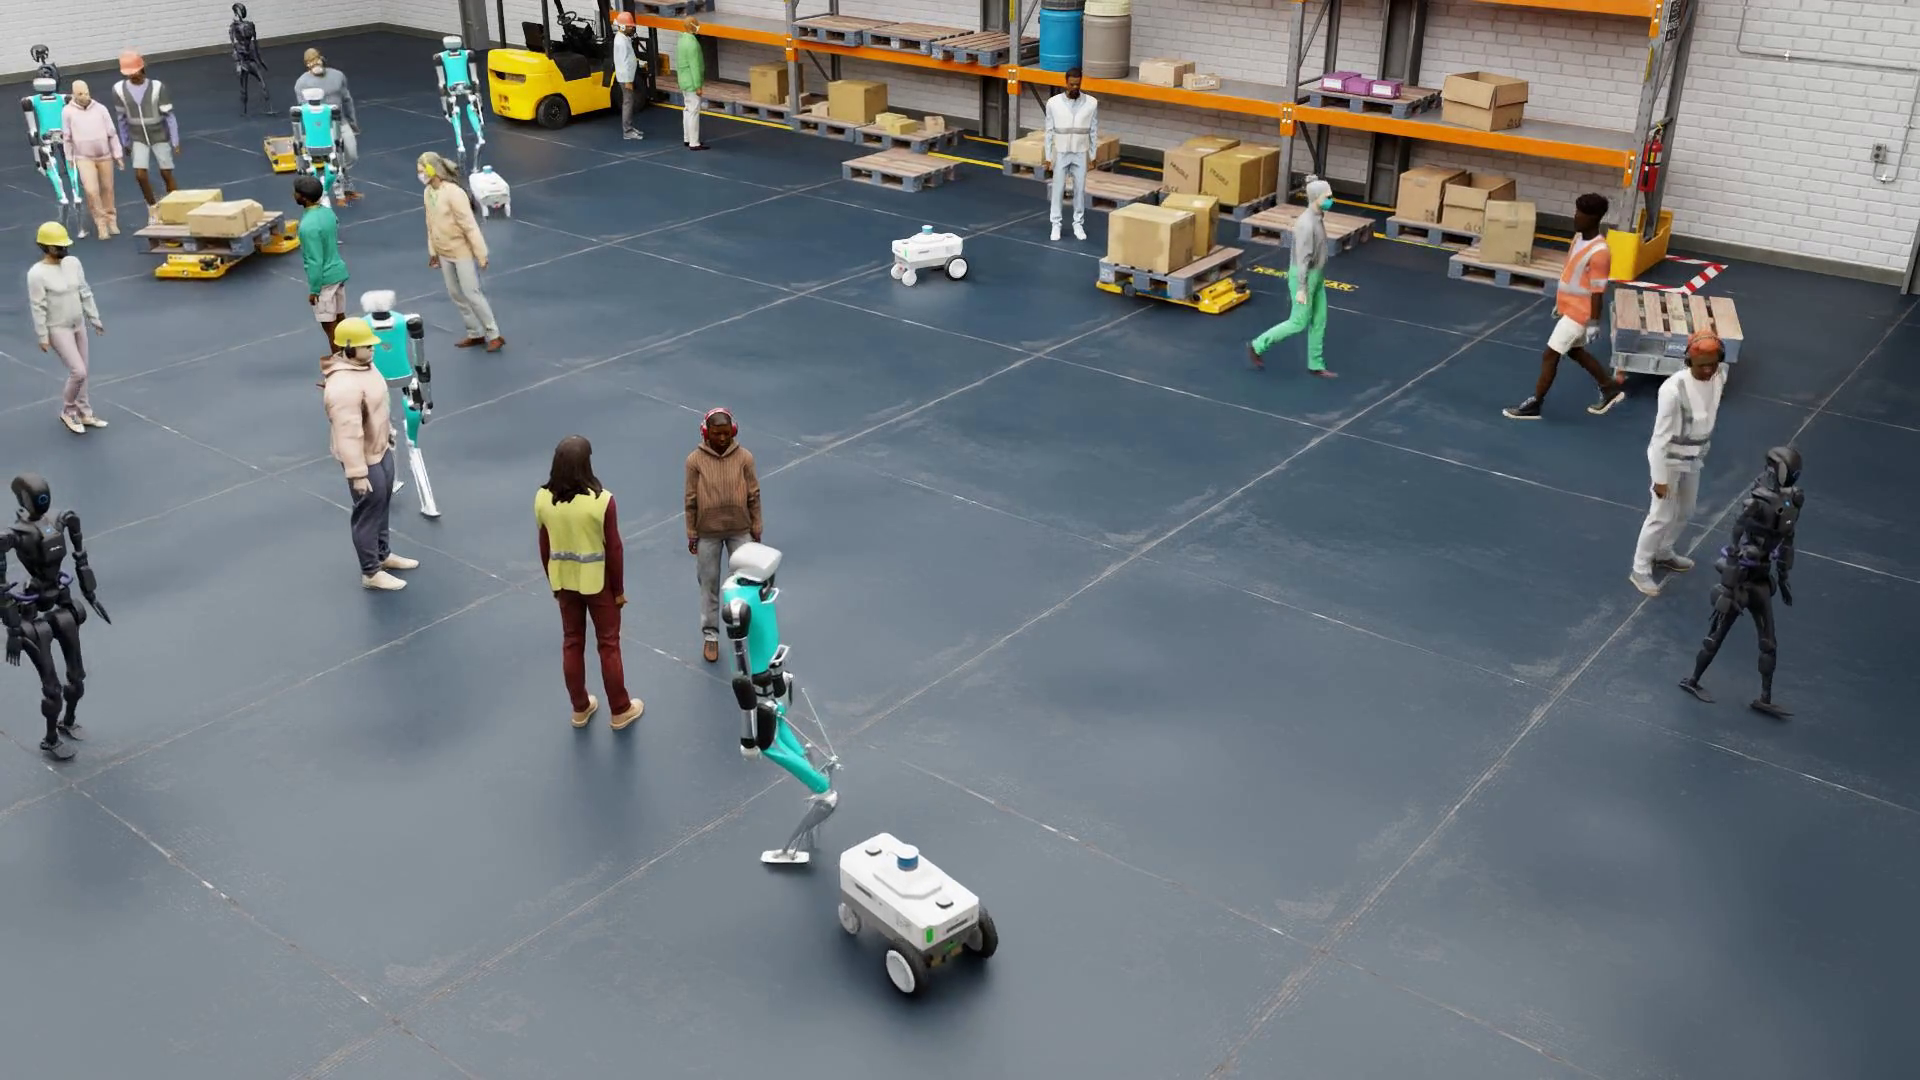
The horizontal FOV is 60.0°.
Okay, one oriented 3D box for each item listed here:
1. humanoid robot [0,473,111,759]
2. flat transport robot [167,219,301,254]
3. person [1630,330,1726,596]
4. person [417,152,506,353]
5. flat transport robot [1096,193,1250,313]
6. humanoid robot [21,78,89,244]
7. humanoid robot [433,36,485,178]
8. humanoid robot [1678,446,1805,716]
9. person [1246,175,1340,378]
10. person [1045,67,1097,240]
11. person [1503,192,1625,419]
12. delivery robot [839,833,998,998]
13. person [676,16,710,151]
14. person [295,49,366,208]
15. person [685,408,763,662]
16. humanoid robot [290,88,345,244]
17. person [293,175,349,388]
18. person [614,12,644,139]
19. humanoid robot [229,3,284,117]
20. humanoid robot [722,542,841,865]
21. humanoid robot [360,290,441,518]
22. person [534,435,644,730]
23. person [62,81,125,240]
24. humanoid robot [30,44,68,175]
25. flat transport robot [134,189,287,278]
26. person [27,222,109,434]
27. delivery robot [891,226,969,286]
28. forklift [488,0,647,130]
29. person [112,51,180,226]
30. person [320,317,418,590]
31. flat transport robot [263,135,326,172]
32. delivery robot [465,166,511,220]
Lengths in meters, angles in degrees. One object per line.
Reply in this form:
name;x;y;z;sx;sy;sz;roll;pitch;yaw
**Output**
humanoid robot;-5.028;0.396;9.154;0.403;1.650;0.593;11;28;21
flat transport robot;-8.058;-3.415;18.643;1.431;0.231;0.659;4;26;8
person;4.670;-0.519;10.824;0.671;1.856;0.428;-16;30;-30
person;-4.599;-2.631;15.209;0.627;1.843;0.442;20;32;35
flat transport robot;2.161;-2.592;16.939;1.431;0.231;0.659;18;31;33
humanoid robot;-10.022;-4.203;18.604;0.595;1.793;0.830;-19;32;-34
humanoid robot;-6.305;-5.414;21.205;0.538;1.880;0.730;-11;28;-22
humanoid robot;4.542;0.247;9.458;0.588;1.633;0.646;-14;29;-27
person;2.982;-2.302;14.558;0.768;1.818;0.528;11;28;21
person;1.239;-4.336;18.663;0.599;1.912;0.388;-3;26;-7
person;5.096;-1.895;13.598;0.943;1.932;0.614;3;26;7
delivery robot;-0.230;1.700;7.728;0.499;0.600;0.804;-21;33;-36
person;-3.671;-6.246;22.780;0.388;1.778;0.548;-10;28;-21
person;-7.571;-4.948;19.956;0.509;1.900;0.710;21;33;37
person;-1.424;-0.043;10.077;0.462;1.648;0.327;-5;26;-10
humanoid robot;-7.155;-4.168;18.552;0.549;1.804;0.860;-14;29;-26
person;-5.479;-2.237;14.382;0.397;1.854;0.494;1;26;1
person;-4.671;-6.538;23.421;0.348;1.738;0.572;-5;26;-10
humanoid robot;-10.530;-7.114;24.694;0.656;1.638;0.603;9;27;18
humanoid robot;-0.789;0.894;8.099;0.670;1.868;0.539;4;26;8
humanoid robot;-4.092;-1.033;12.049;0.531;1.763;0.851;-9;27;-17
person;-2.100;0.260;9.308;0.466;1.768;0.380;6;26;11
person;-9.692;-4.261;18.675;0.566;1.752;0.688;-16;30;-30
humanoid robot;-11.588;-5.570;21.504;0.576;1.638;0.608;-13;29;-25
flat transport robot;-8.086;-3.137;18.066;0.659;0.231;1.431;2;26;4
person;-7.171;-1.702;13.391;0.404;1.750;0.541;6;26;12
delivery robot;-0.323;-2.989;17.449;0.813;0.609;0.499;-13;29;-25
forklift;-5.874;-7.334;24.552;1.214;2.155;2.313;19;32;34
person;-9.259;-4.552;18.992;0.641;2.015;0.584;-5;26;-11
person;-3.909;-0.568;10.926;0.437;1.859;0.790;-2;26;-4
flat transport robot;-8.938;-5.198;22.335;0.659;0.231;1.431;-12;28;-23
delivery robot;-5.615;-4.164;19.850;0.499;0.582;0.773;-12;28;-24
